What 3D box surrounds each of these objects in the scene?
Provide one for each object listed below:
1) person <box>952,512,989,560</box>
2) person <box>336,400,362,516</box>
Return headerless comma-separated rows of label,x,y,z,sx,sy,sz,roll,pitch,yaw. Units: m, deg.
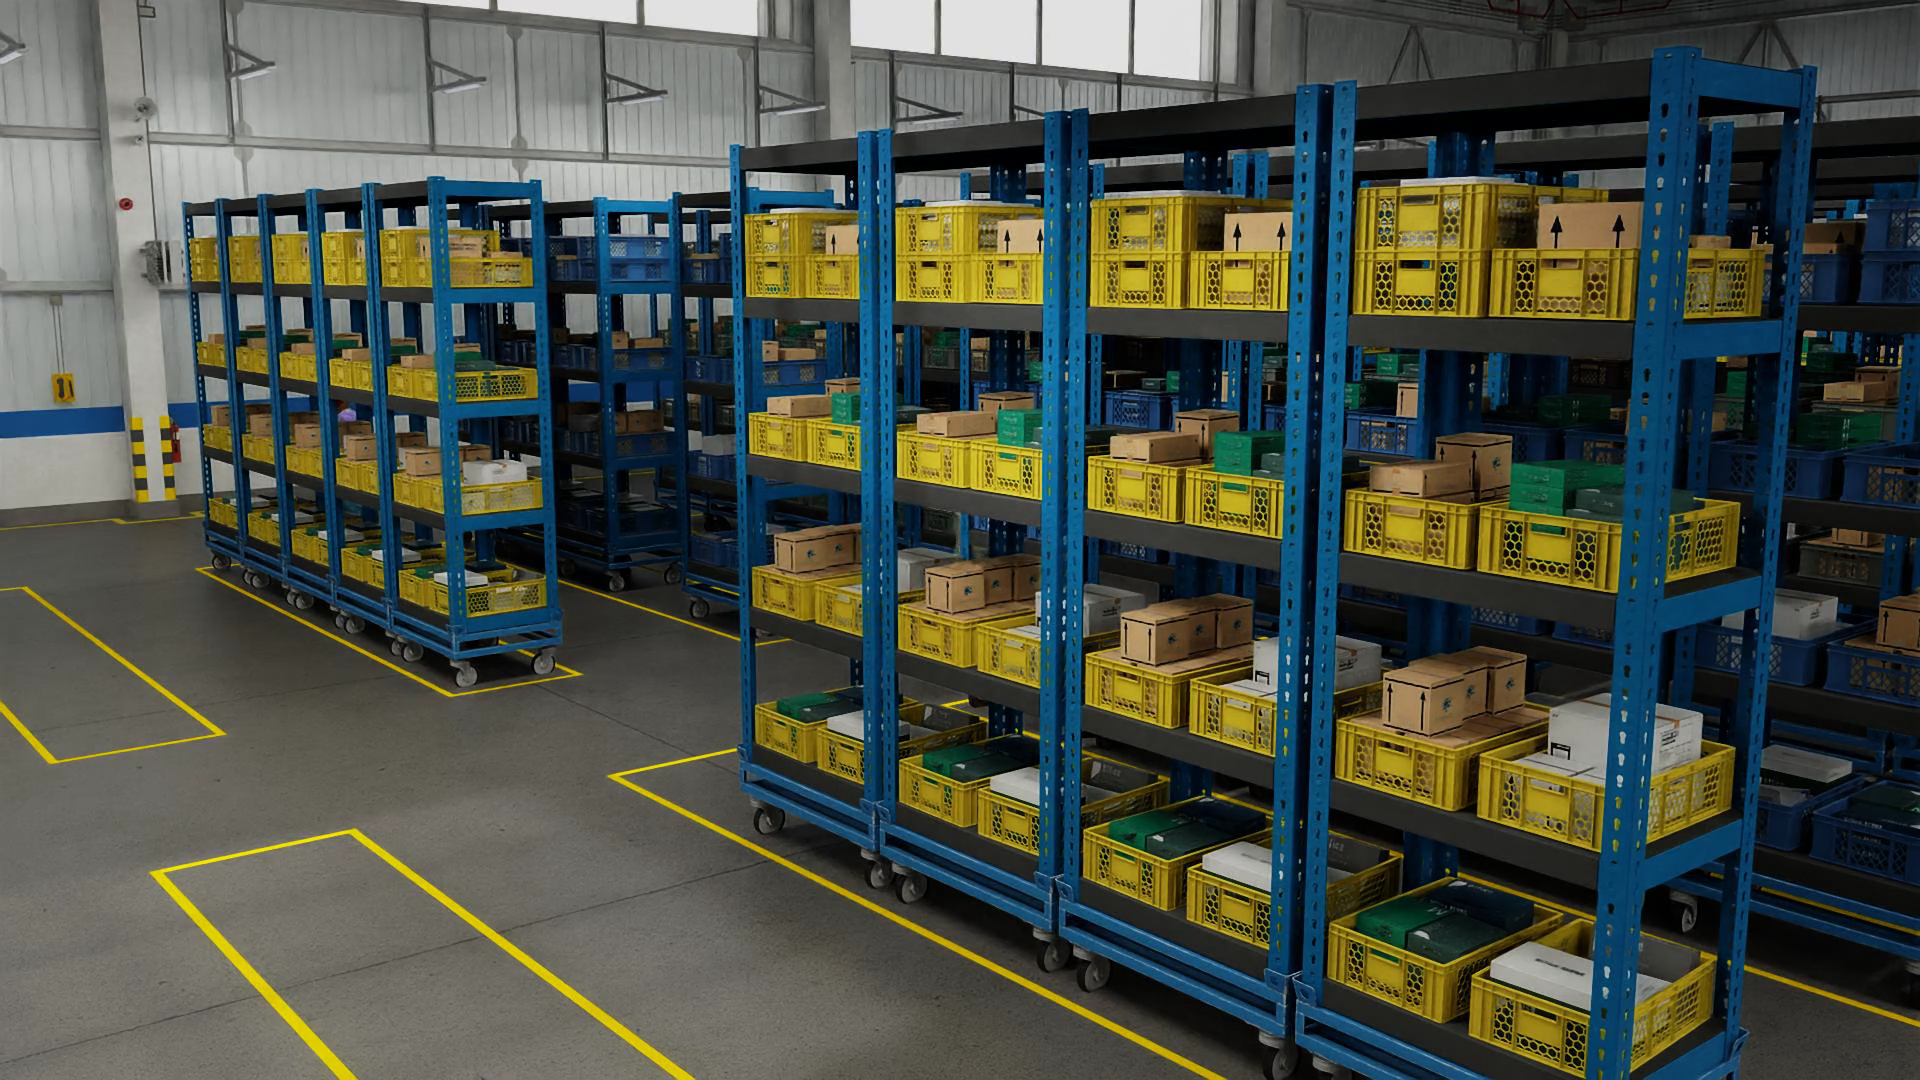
person,0.142,0.006,12.895,0.403,1.766,0.673,4,10,24
person,-6.166,-0.675,16.811,0.381,1.836,0.560,-2,10,-14
